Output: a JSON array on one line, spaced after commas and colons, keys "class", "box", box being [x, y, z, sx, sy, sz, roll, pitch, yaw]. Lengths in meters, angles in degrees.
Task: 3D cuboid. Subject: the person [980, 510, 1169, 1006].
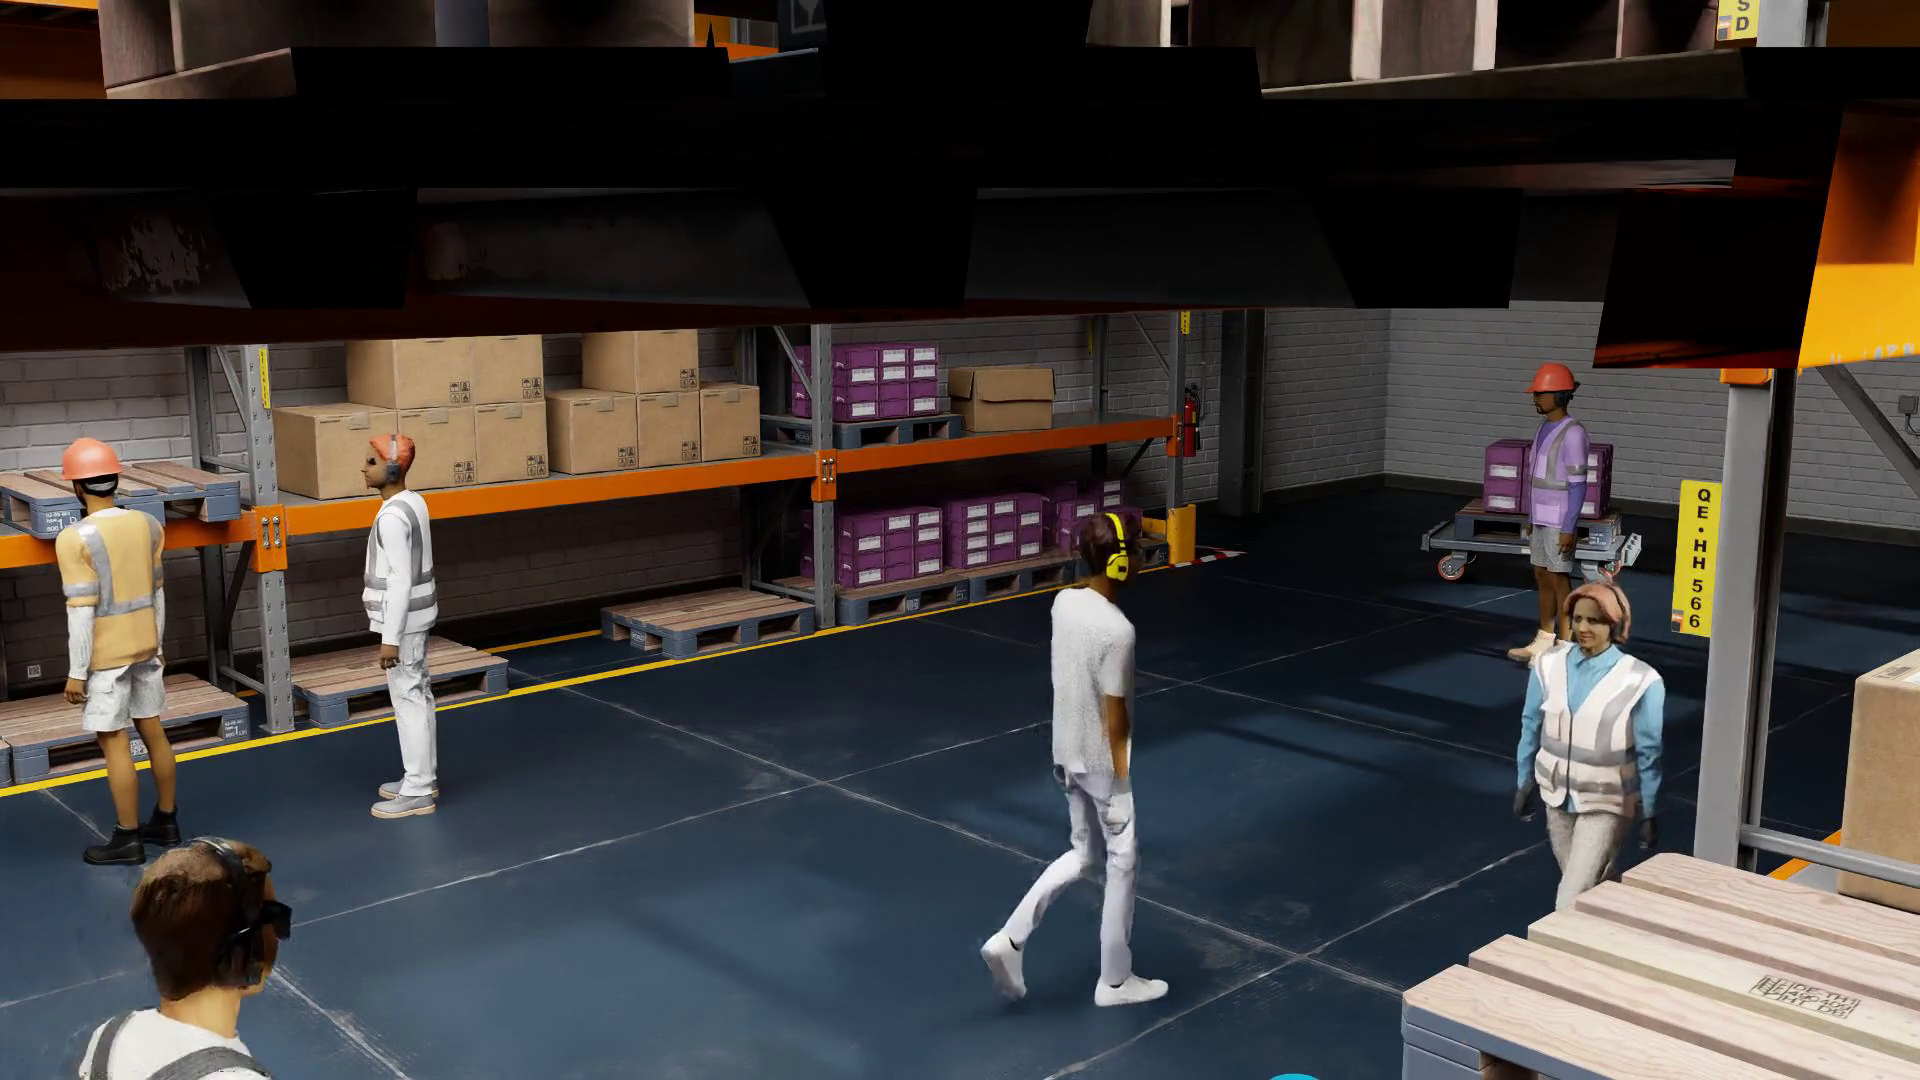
[{"class": "person", "box": [0.430, 0.807, 5.969, 0.631, 1.851, 0.530, -5, 11, -28]}]

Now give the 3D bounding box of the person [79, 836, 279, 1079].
[{"class": "person", "box": [-1.235, 1.390, 2.655, 0.536, 1.827, 0.529, 9, 13, 41]}]

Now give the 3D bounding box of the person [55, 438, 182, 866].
[{"class": "person", "box": [-3.822, 0.504, 7.498, 0.376, 1.934, 0.548, 3, 10, 17]}]

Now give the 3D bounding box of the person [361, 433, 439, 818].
[{"class": "person", "box": [-2.751, 0.414, 8.172, 0.350, 1.884, 0.583, -2, 10, -10]}]

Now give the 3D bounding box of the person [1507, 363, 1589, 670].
[{"class": "person", "box": [3.888, -0.146, 10.989, 0.394, 2.041, 0.612, -1, 10, -3]}]

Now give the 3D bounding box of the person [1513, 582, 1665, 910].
[{"class": "person", "box": [2.276, 0.924, 5.996, 0.847, 1.599, 0.523, -7, 12, -35]}]
